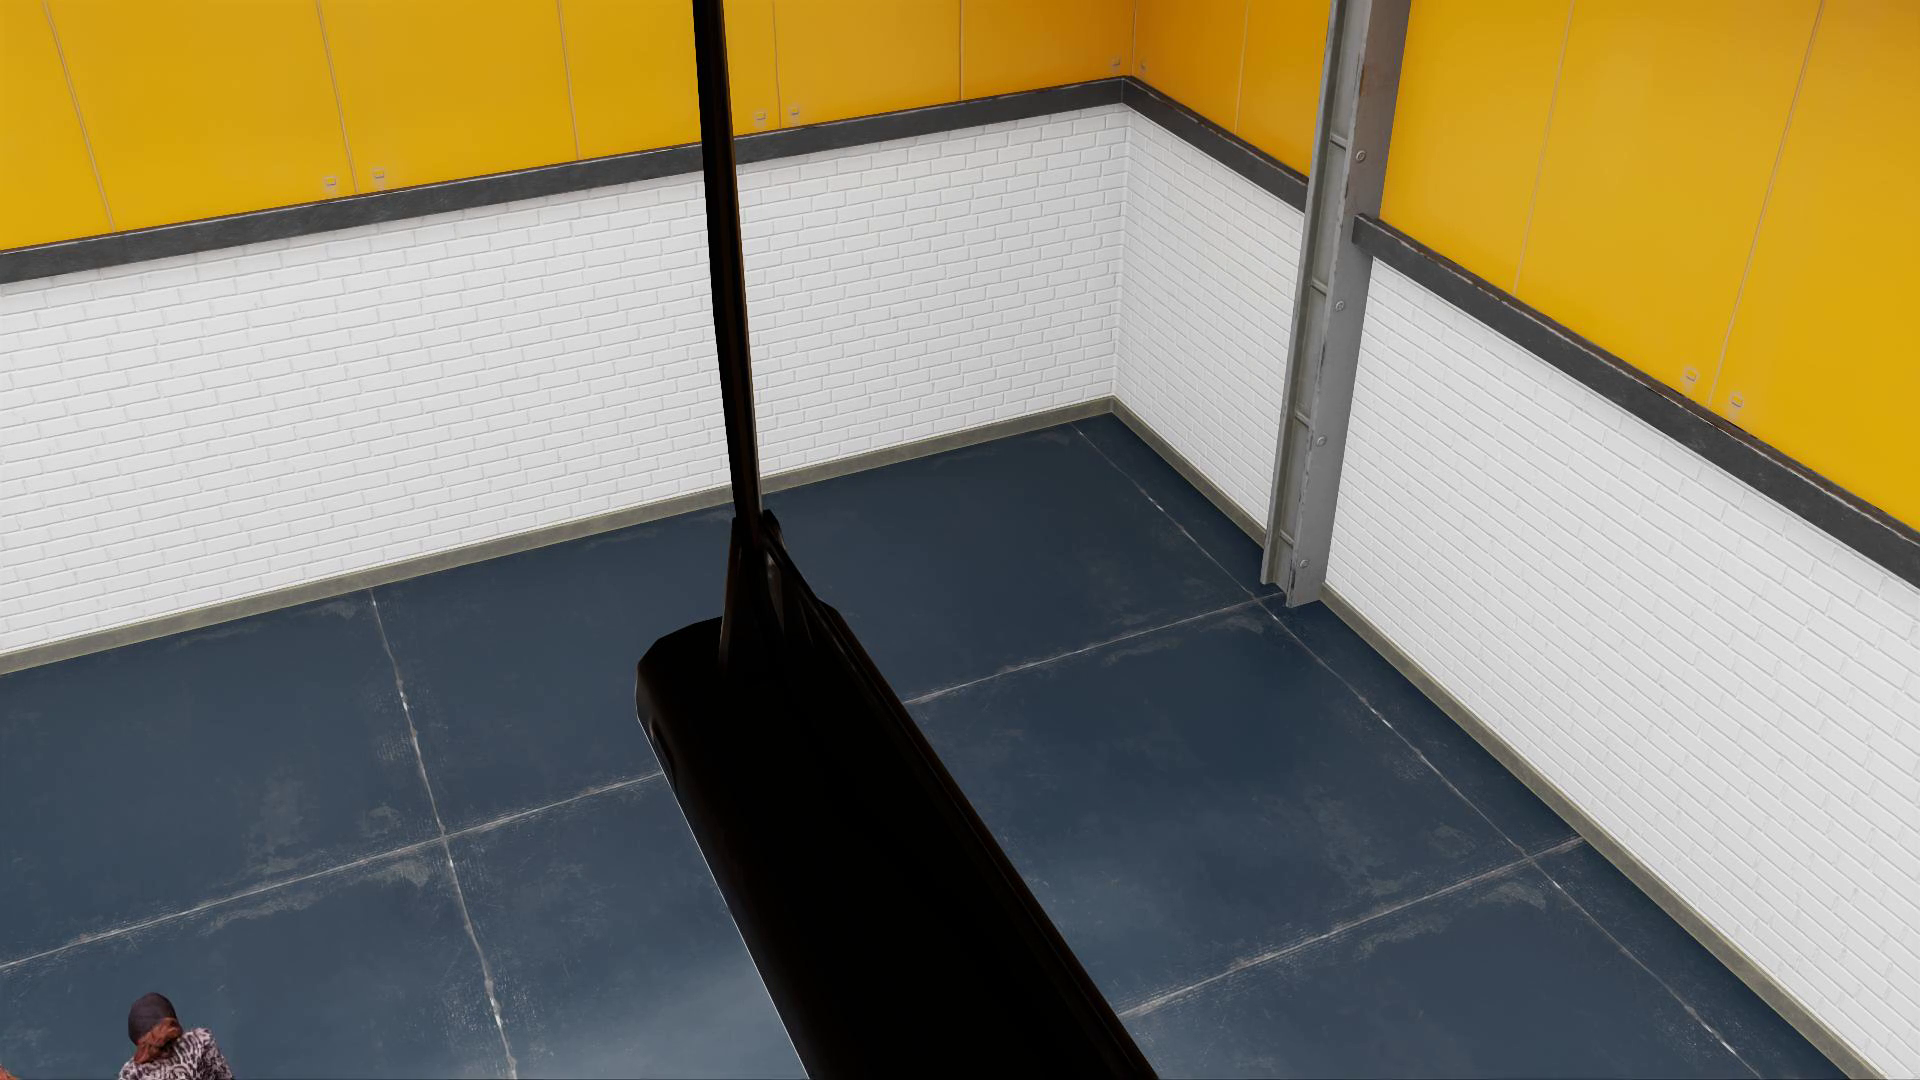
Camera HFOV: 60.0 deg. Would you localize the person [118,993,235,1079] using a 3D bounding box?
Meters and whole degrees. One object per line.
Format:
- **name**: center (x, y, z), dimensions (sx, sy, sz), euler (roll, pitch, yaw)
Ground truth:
- **person**: center (-3.428, 2.715, 7.509), dimensions (0.598, 1.704, 0.643), euler (-19, 38, -26)
